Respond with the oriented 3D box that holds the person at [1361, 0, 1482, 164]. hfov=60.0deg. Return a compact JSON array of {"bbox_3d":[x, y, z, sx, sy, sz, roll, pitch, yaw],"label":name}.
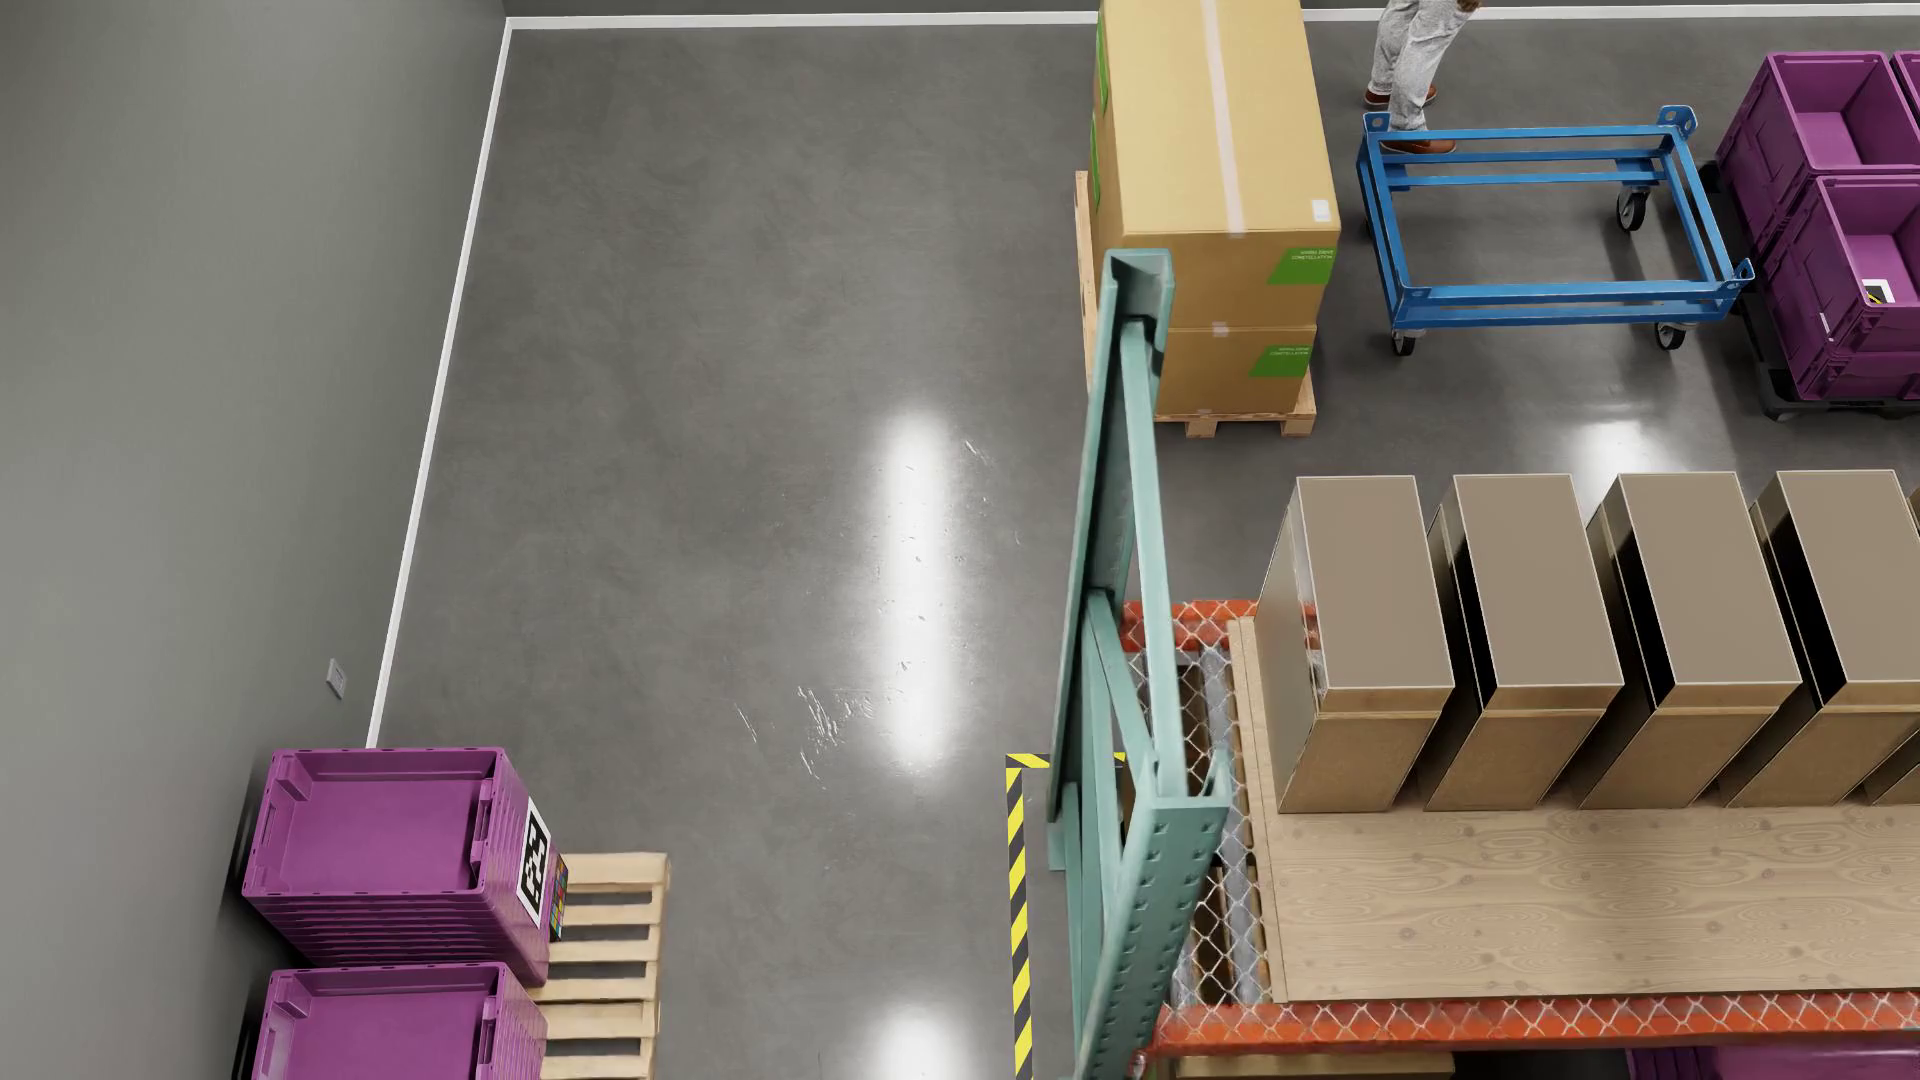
[{"bbox_3d":[1.824,-2.233,6.072,0.367,1.939,0.635,-3,58,-2],"label":"person"}]
